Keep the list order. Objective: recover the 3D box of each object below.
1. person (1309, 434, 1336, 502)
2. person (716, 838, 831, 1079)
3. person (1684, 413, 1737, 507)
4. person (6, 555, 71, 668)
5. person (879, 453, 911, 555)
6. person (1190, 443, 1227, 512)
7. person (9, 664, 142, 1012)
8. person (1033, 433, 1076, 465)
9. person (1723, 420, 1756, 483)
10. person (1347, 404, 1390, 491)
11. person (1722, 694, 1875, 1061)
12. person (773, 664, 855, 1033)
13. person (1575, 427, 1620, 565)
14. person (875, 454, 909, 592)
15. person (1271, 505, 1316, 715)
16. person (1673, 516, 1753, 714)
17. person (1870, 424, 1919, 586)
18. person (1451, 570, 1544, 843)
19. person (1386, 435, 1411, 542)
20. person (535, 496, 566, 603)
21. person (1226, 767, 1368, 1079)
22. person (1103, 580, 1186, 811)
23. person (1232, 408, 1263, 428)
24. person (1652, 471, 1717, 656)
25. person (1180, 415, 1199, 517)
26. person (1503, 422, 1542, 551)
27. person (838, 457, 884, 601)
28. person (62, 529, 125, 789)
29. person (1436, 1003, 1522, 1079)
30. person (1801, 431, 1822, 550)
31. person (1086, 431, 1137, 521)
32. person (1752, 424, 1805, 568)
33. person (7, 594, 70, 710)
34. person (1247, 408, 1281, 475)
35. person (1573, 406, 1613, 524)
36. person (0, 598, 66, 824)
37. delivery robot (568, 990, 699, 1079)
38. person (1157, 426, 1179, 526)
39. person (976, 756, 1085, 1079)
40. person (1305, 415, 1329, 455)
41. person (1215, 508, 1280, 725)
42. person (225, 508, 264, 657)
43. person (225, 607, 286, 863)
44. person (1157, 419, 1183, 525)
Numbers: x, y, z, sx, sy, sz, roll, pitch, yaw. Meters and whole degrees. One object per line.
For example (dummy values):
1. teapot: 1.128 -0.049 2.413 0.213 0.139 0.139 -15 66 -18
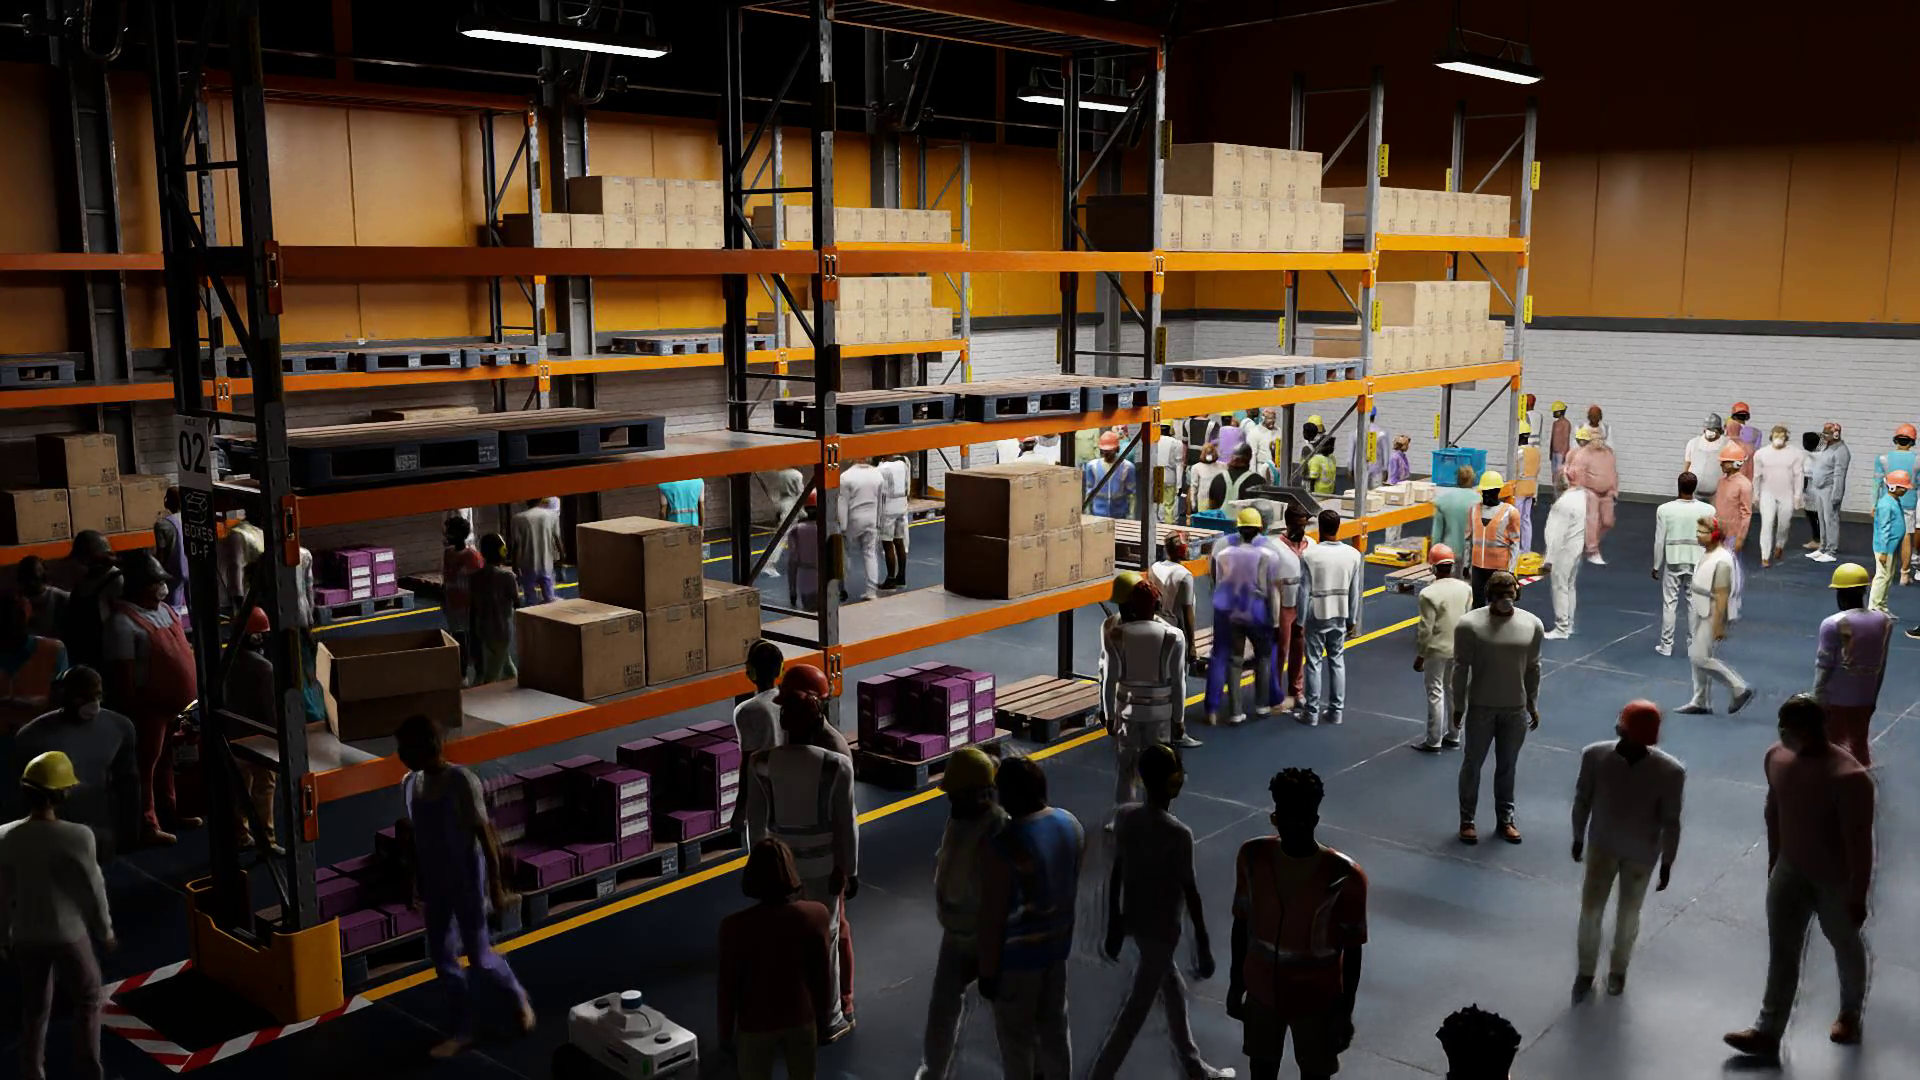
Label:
1. person: 5.005 -0.630 23.171 0.680 1.675 0.322 -9 13 -43
2. person: -0.793 2.077 7.129 0.503 1.627 0.278 -4 10 -22
3. person: 10.182 -0.730 22.643 0.681 2.000 0.535 7 12 38
4. person: -7.196 0.977 13.163 0.536 1.813 0.755 -2 10 -11
5. person: -0.908 -0.598 23.052 0.523 1.638 0.310 -7 12 -34
6. person: 3.401 -0.527 22.688 0.535 1.618 0.562 -1 10 -4
7. person: -4.803 1.605 9.102 0.634 1.904 0.643 8 12 38
8. person: 1.233 -0.802 23.073 0.687 2.000 0.535 2 10 15
9. person: 10.659 -0.715 23.035 0.641 1.892 0.425 5 11 26
10. person: 6.181 -1.101 25.170 0.634 1.929 0.439 4 10 23
11. person: 4.378 1.721 8.533 0.992 1.875 0.714 -5 11 -26
12. person: -0.781 1.621 8.785 0.409 1.986 0.620 -6 11 -32
13. person: 8.553 -0.598 22.398 0.683 1.872 0.462 -3 10 -19
14. person: -0.864 -0.339 20.535 0.368 1.963 0.609 6 11 30
15. person: 2.970 0.616 15.013 0.597 1.908 0.401 -6 11 -34
16. person: 6.743 0.687 14.833 0.522 1.830 0.562 1 10 9
17. person: 11.824 -0.447 20.949 0.616 2.041 0.379 6 11 32
18. person: 3.755 1.162 11.652 0.636 1.939 0.362 0 10 -1
19. person: 6.203 -0.679 23.561 0.321 1.631 0.522 5 11 30
20. person: -4.897 -0.047 19.607 0.419 1.680 0.538 -9 13 -43
21. person: 1.410 1.914 7.079 0.603 1.966 0.368 6 11 33
22. person: 1.279 1.206 11.575 0.575 1.880 0.359 2 10 14
23. person: 4.837 -1.634 28.177 0.609 1.995 0.378 1 10 7
24. person: 7.457 0.249 17.154 0.589 1.922 0.393 2 10 12
25. person: 3.709 -1.300 26.389 0.386 1.929 0.543 -5 11 -25
26. person: 7.582 -0.642 22.512 0.592 1.913 0.397 -6 11 -33
27. person: -1.285 -0.215 20.068 0.658 1.868 0.884 -7 12 -37
28. person: -6.660 0.903 12.896 0.689 2.000 0.537 6 11 34
29. person: 1.464 2.285 4.862 0.608 1.966 0.370 -1 10 -5
30. person: 12.072 -0.697 23.510 0.549 1.672 0.405 -8 12 -39
31. person: 1.839 -0.324 20.266 0.623 2.030 0.430 2 10 10
32. person: 10.980 -0.612 22.355 0.633 1.915 0.909 5 11 26
33. person: -6.242 1.292 11.154 0.579 1.858 0.816 -5 11 -29
34. person: 4.602 -1.038 24.936 0.653 1.894 0.401 -6 11 -32
35. person: 9.874 -1.176 25.975 0.585 1.827 1.025 1 10 9
36. person: -6.198 1.283 11.060 0.599 1.898 0.735 -2 10 -15
37. delivery robot: -1.576 2.416 8.011 0.477 0.478 0.707 -9 13 -44
38. person: 3.098 -0.985 25.076 0.485 1.739 0.321 -6 11 -33
39. person: 0.305 1.888 7.653 0.432 1.835 0.619 9 13 43
40. person: 5.429 -1.045 25.444 0.483 1.737 0.319 -6 11 -31
41. person: 2.582 0.659 14.747 0.616 1.897 0.803 5 11 27
42. person: -6.836 0.473 16.105 0.445 1.823 0.648 2 10 9
43. person: -4.789 1.315 11.322 0.568 1.743 0.349 5 11 29
44. person: 2.893 -0.834 23.633 0.586 1.920 0.397 5 11 26
